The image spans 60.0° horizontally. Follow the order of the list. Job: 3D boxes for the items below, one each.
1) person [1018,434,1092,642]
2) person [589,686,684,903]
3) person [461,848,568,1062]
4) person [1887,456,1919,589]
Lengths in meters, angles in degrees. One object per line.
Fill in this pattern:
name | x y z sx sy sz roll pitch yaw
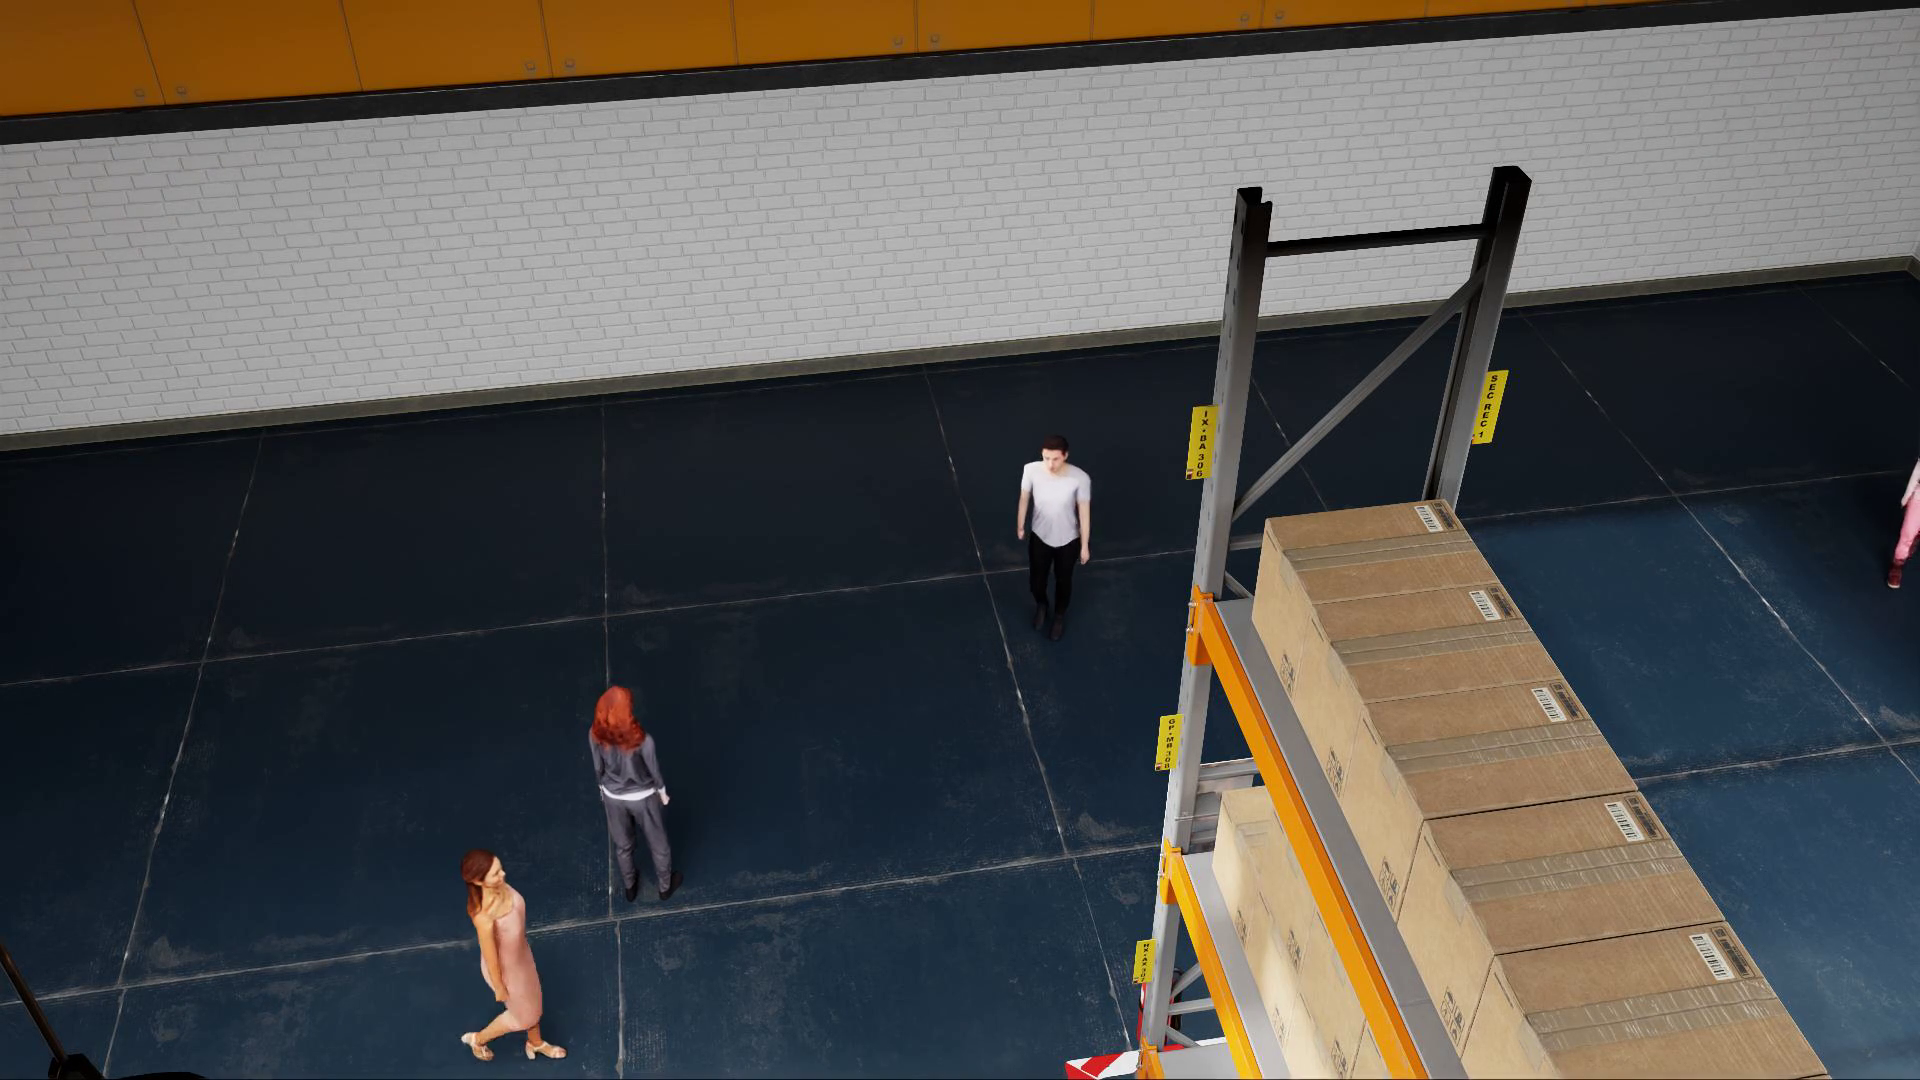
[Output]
person | 0.729 -0.083 12.325 0.815 1.846 0.787 6 39 7
person | -2.029 1.596 10.278 0.646 1.778 0.641 5 39 6
person | -2.616 2.356 9.291 0.702 1.821 0.762 -1 39 -1
person | 7.596 -0.349 12.991 0.847 1.430 1.008 15 41 18
